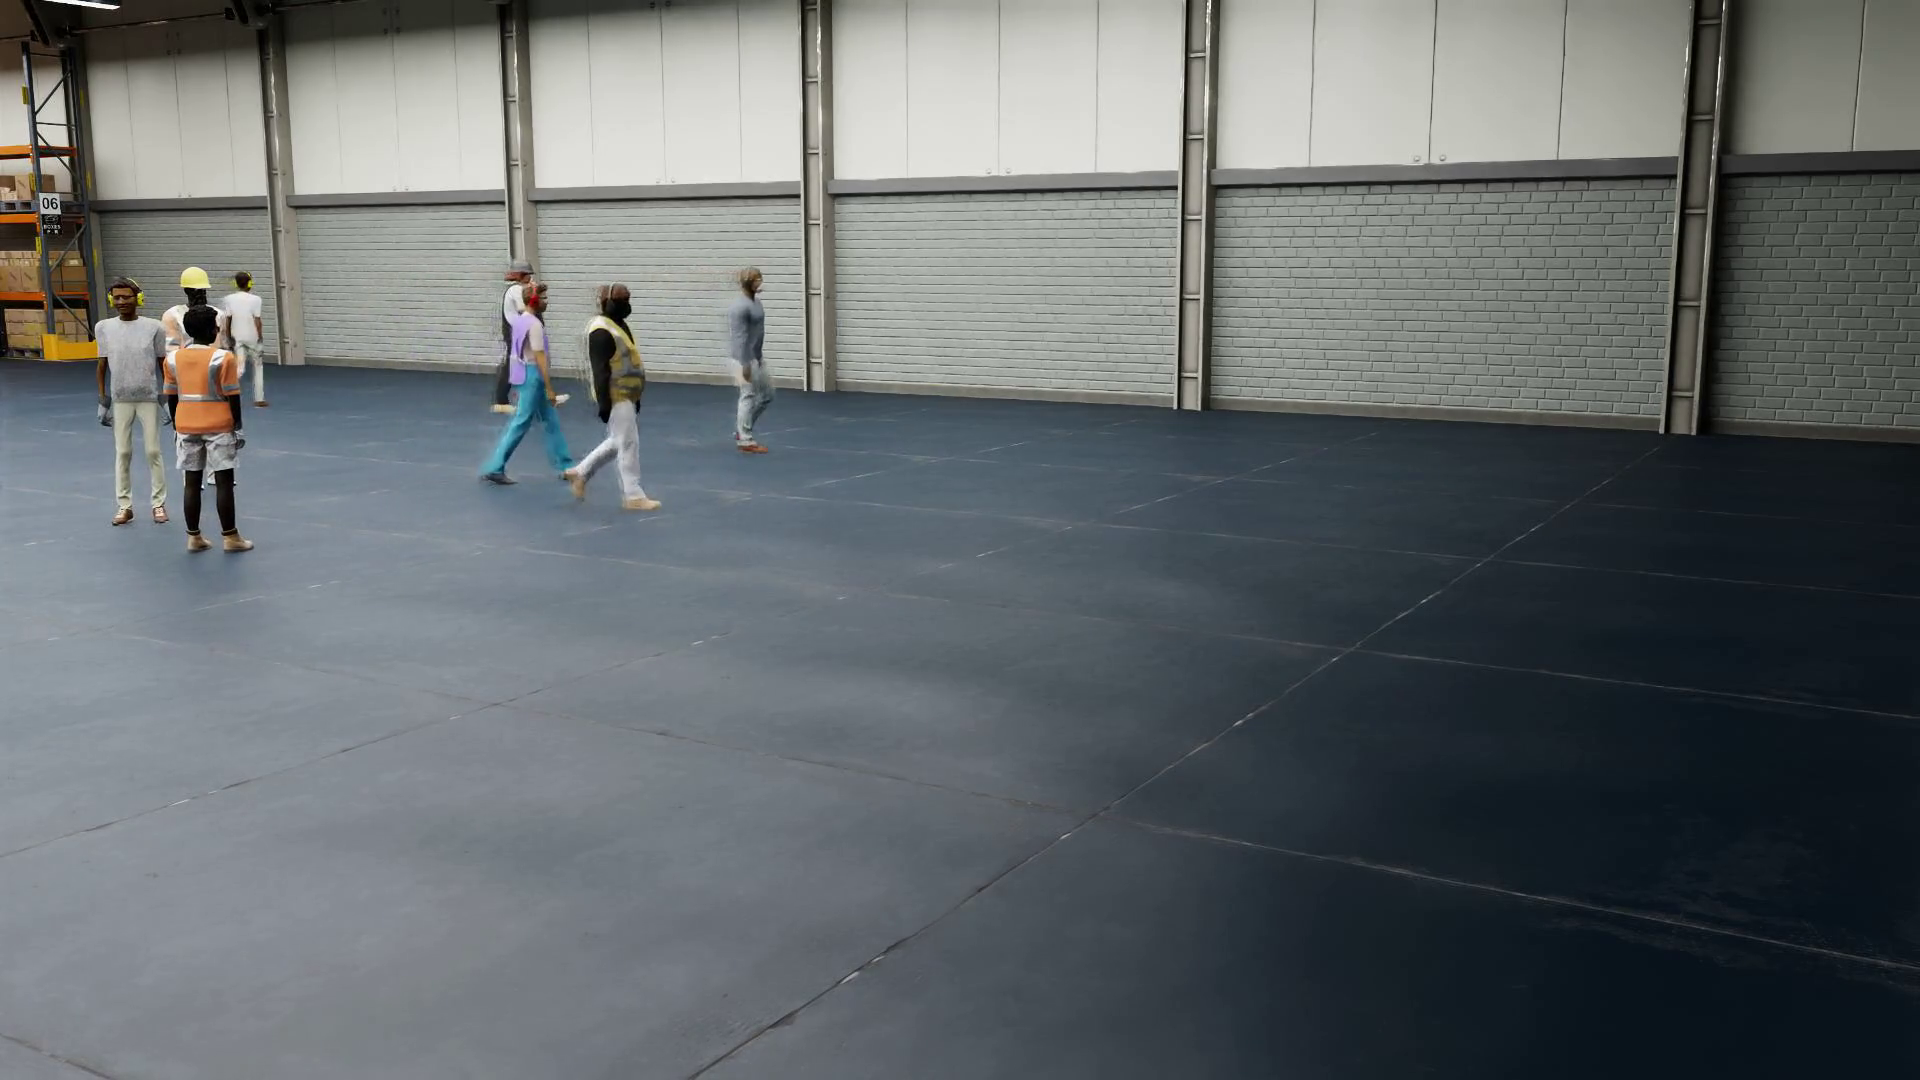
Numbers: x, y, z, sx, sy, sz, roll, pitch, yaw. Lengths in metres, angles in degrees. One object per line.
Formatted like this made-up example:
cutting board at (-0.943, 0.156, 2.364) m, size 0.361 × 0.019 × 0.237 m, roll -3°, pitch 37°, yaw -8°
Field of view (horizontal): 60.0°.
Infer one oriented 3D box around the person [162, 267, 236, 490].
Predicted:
person at (-6.592, -1.399, 14.461) m, size 0.373 × 1.925 × 0.595 m, roll 6°, pitch 11°, yaw 30°

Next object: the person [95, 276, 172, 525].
person at (-6.227, -1.045, 12.561) m, size 0.523 × 1.870 × 0.317 m, roll -3°, pitch 10°, yaw -19°

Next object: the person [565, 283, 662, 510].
person at (-2.797, -1.142, 13.288) m, size 0.758 × 1.819 × 0.631 m, roll 1°, pitch 10°, yaw 3°

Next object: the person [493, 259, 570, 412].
person at (-5.641, -2.685, 21.659) m, size 1.031 × 2.000 × 0.702 m, roll -3°, pitch 10°, yaw -19°

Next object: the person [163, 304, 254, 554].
person at (-5.125, -0.750, 11.324) m, size 0.538 × 1.698 × 0.320 m, roll 1°, pitch 10°, yaw 7°

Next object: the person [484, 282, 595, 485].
person at (-3.802, -1.385, 14.786) m, size 0.981 × 1.797 × 0.588 m, roll -4°, pitch 10°, yaw -22°

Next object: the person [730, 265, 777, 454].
person at (-2.110, -1.821, 16.934) m, size 0.433 × 1.925 × 0.662 m, roll 2°, pitch 10°, yaw 10°

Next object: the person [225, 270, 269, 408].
person at (-9.458, -2.637, 21.963) m, size 0.519 × 1.849 × 0.806 m, roll 1°, pitch 10°, yaw 4°
